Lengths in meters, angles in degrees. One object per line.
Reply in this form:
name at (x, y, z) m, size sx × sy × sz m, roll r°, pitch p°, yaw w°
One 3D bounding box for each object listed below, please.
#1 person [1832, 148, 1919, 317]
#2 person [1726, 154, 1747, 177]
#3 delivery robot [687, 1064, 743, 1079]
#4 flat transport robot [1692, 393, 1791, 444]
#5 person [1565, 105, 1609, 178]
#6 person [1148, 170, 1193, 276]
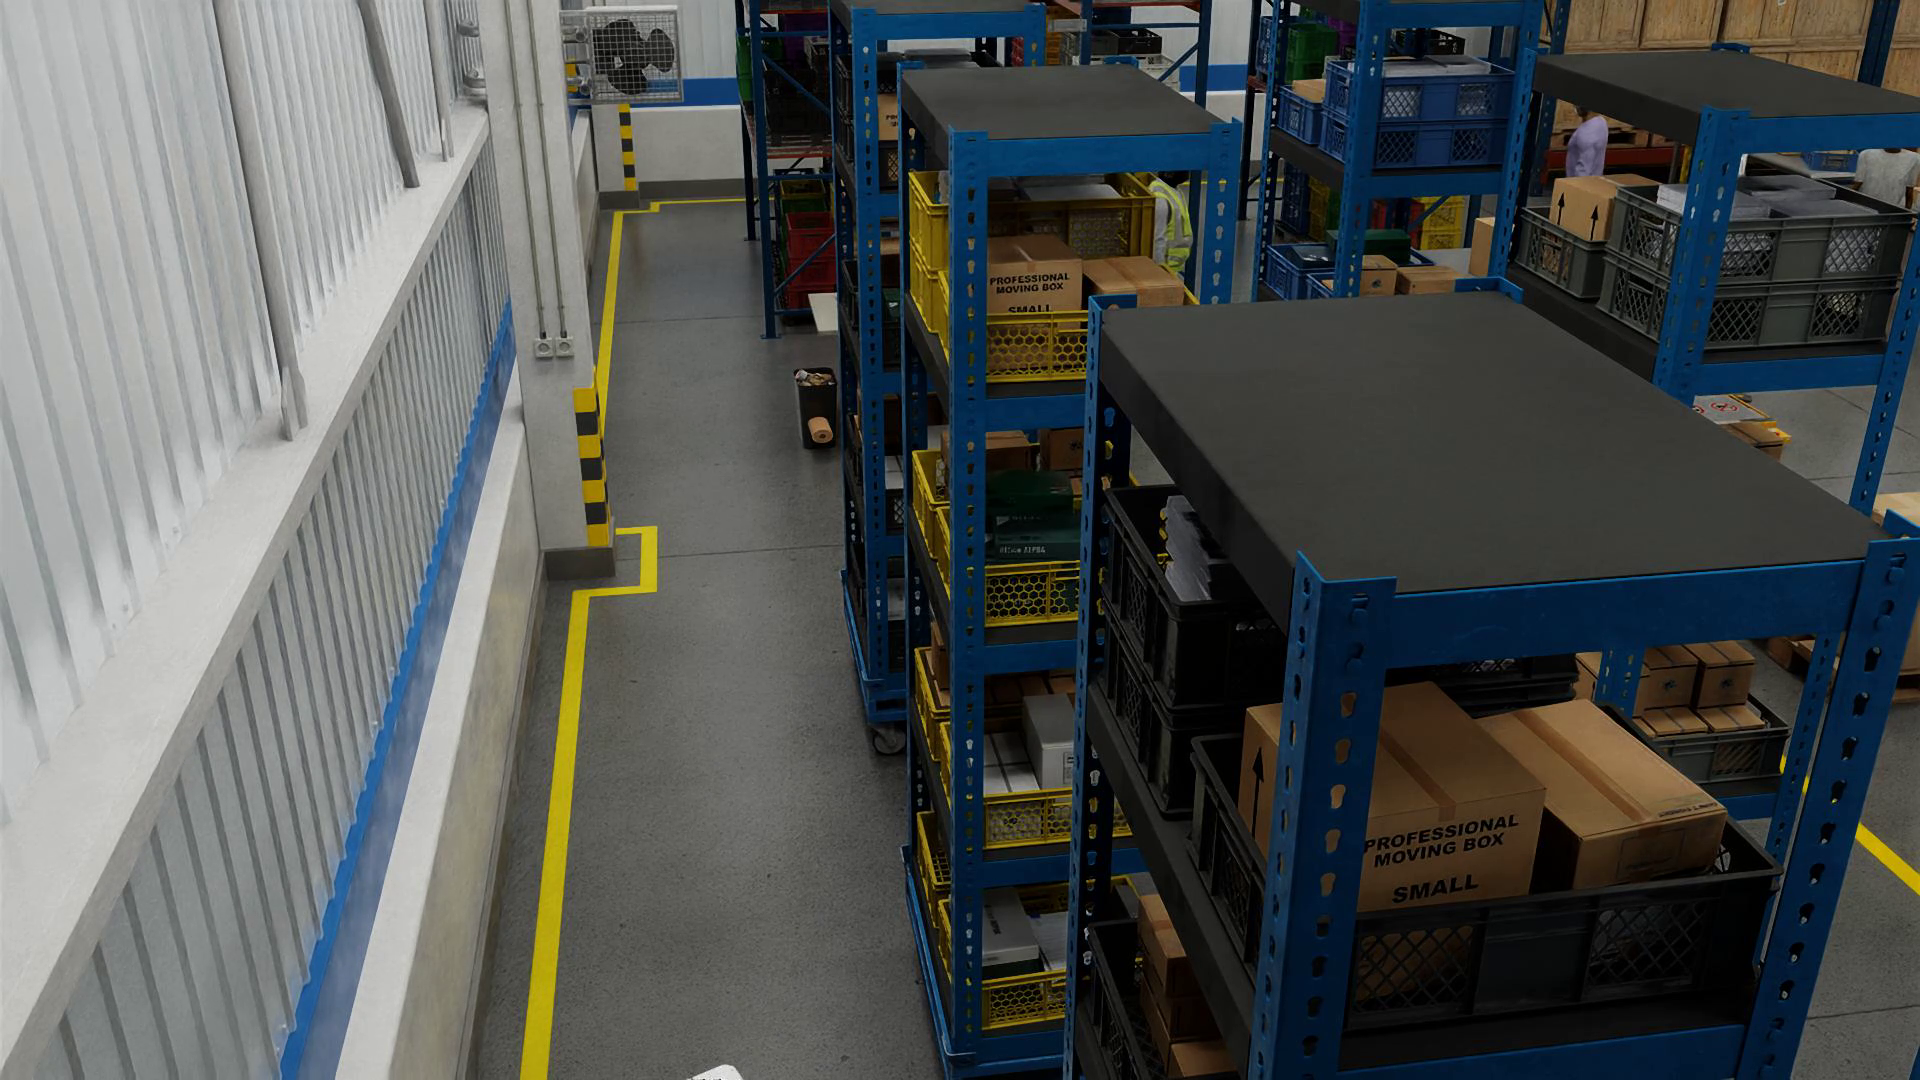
person at (7.852, -2.712, 14.263) m, size 0.539 × 1.869 × 0.313 m, roll 12°, pitch 27°, yaw 24°
person at (6.850, -3.043, 14.982) m, size 0.579 × 1.879 × 0.360 m, roll -20°, pitch 32°, yaw -37°
delivery robot at (-1.001, 2.004, 5.463) m, size 0.707 × 0.478 × 0.477 m, roll -15°, pitch 29°, yaw -30°
flat transport robot at (5.224, -0.859, 12.132) m, size 1.431 × 0.197 × 0.652 m, roll -4°, pitch 25°, yaw -8°
person at (5.623, -3.137, 15.111) m, size 0.370 × 1.934 × 0.627 m, roll 13°, pitch 28°, yaw 26°
person at (1.614, -2.180, 13.154) m, size 0.429 × 1.836 × 0.631 m, roll 6°, pitch 25°, yaw 13°
